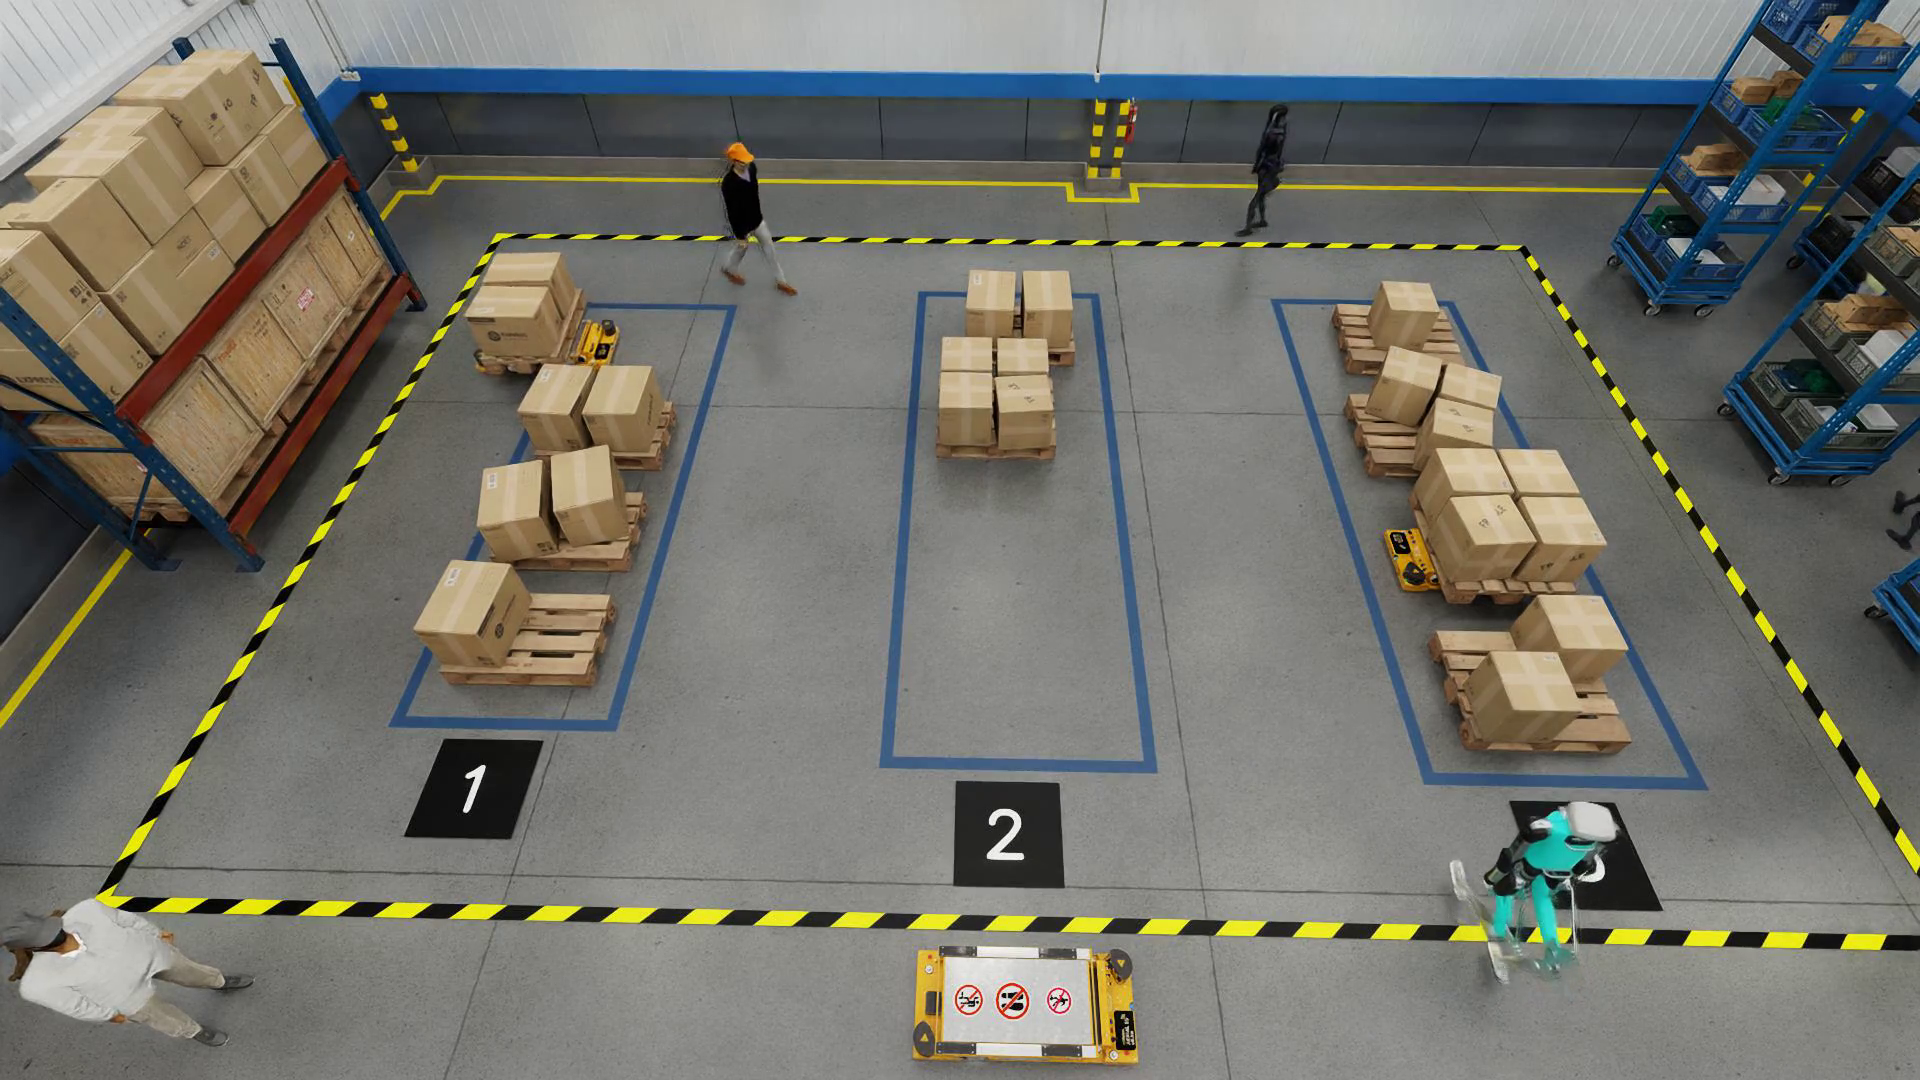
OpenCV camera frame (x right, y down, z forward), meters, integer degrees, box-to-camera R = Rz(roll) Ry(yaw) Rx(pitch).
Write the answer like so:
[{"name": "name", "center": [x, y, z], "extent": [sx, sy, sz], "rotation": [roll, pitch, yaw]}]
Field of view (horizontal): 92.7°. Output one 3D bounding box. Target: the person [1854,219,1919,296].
[{"name": "person", "center": [9.810, -2.661, 9.654], "extent": [0.437, 1.828, 0.673], "rotation": [-4, 51, -3]}]

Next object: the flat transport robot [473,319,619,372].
[{"name": "flat transport robot", "center": [-4.615, -2.182, 10.247], "extent": [1.431, 0.197, 0.652], "rotation": [-2, 51, -2]}]

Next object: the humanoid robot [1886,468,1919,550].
[{"name": "humanoid robot", "center": [8.972, -0.671, 8.141], "extent": [0.621, 1.623, 0.718], "rotation": [7, 51, 6]}]

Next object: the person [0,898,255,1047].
[{"name": "person", "center": [-4.940, 2.564, 5.426], "extent": [0.396, 1.769, 0.564], "rotation": [1, 51, 1]}]

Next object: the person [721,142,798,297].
[{"name": "person", "center": [-2.453, -3.658, 10.457], "extent": [0.974, 1.841, 0.600], "rotation": [22, 54, 17]}]

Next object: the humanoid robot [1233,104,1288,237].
[{"name": "humanoid robot", "center": [3.771, -4.557, 11.297], "extent": [0.549, 1.634, 0.590], "rotation": [-7, 51, -6]}]

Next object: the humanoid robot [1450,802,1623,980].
[{"name": "humanoid robot", "center": [3.583, 2.262, 5.699], "extent": [0.547, 1.730, 1.025], "rotation": [2, 51, 1]}]

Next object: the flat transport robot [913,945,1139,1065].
[{"name": "flat transport robot", "center": [0.422, 3.041, 6.007], "extent": [1.431, 0.231, 0.659], "rotation": [1, 51, 1]}]

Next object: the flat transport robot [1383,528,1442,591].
[{"name": "flat transport robot", "center": [4.689, 0.155, 8.342], "extent": [1.431, 0.197, 0.652], "rotation": [1, 51, 1]}]
